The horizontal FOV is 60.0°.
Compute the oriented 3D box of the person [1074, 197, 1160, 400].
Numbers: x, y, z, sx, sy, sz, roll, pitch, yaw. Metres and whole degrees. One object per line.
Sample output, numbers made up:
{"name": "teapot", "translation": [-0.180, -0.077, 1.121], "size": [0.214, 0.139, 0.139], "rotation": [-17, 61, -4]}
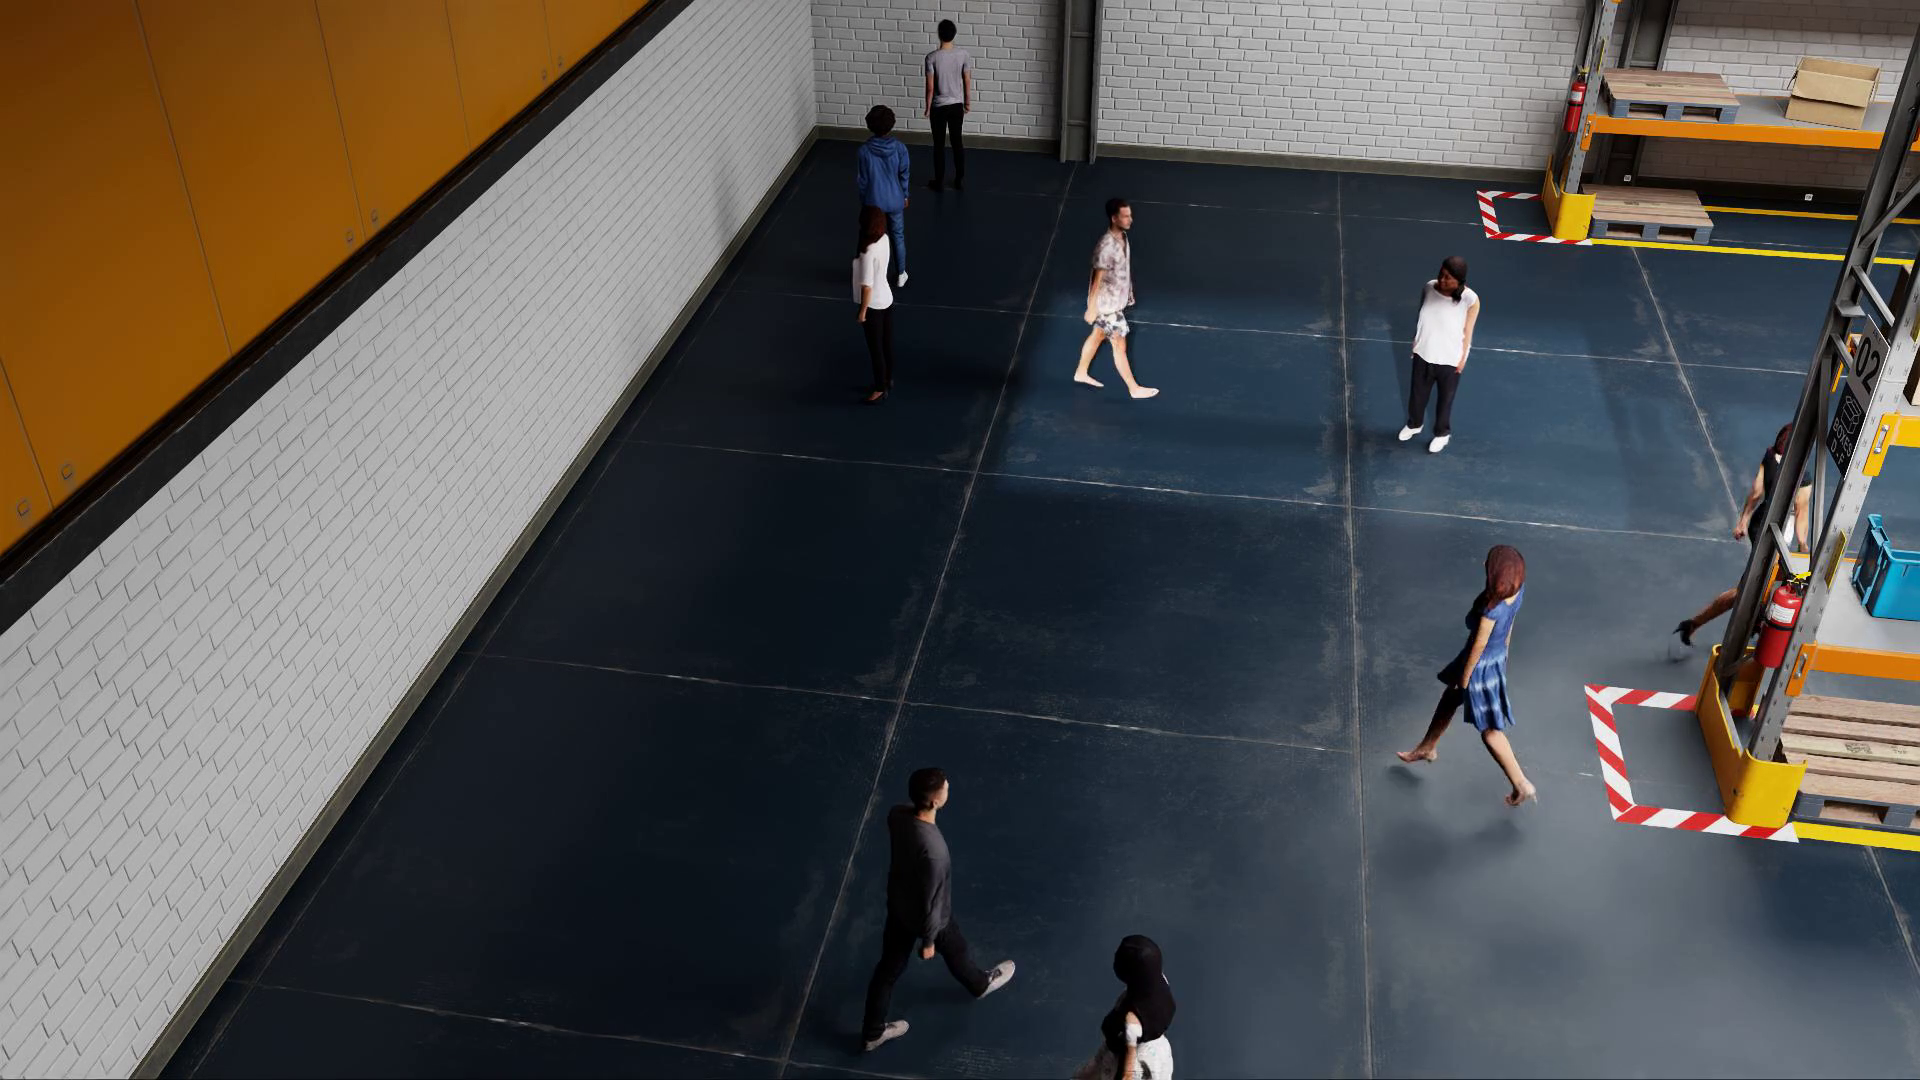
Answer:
{"name": "person", "translation": [1.196, -2.081, 14.269], "size": [1.129, 1.783, 0.864], "rotation": [14, 36, 20]}

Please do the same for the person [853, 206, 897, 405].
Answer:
{"name": "person", "translation": [-0.702, -1.996, 14.131], "size": [0.570, 1.795, 0.640], "rotation": [11, 35, 16]}

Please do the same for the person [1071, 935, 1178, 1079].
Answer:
{"name": "person", "translation": [0.843, 2.466, 7.448], "size": [0.786, 1.762, 0.741], "rotation": [21, 39, 28]}

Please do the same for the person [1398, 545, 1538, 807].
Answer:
{"name": "person", "translation": [3.169, 0.848, 9.878], "size": [1.209, 1.766, 0.919], "rotation": [20, 38, 27]}

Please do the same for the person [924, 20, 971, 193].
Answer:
{"name": "person", "translation": [-0.143, -4.745, 18.203], "size": [0.656, 1.864, 0.807], "rotation": [-9, 35, -14]}

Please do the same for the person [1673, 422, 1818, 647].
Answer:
{"name": "person", "translation": [5.316, 0.036, 11.099], "size": [1.161, 1.767, 0.830], "rotation": [-5, 34, -8]}

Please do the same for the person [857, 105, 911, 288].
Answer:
{"name": "person", "translation": [-0.736, -3.317, 16.103], "size": [0.619, 1.811, 0.793], "rotation": [-3, 34, -5]}

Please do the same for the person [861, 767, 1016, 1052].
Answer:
{"name": "person", "translation": [-0.274, 1.900, 8.347], "size": [1.161, 1.708, 1.136], "rotation": [-23, 40, -30]}

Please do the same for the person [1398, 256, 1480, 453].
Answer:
{"name": "person", "translation": [3.901, -1.534, 13.535], "size": [0.731, 1.684, 0.824], "rotation": [28, 42, 35]}
